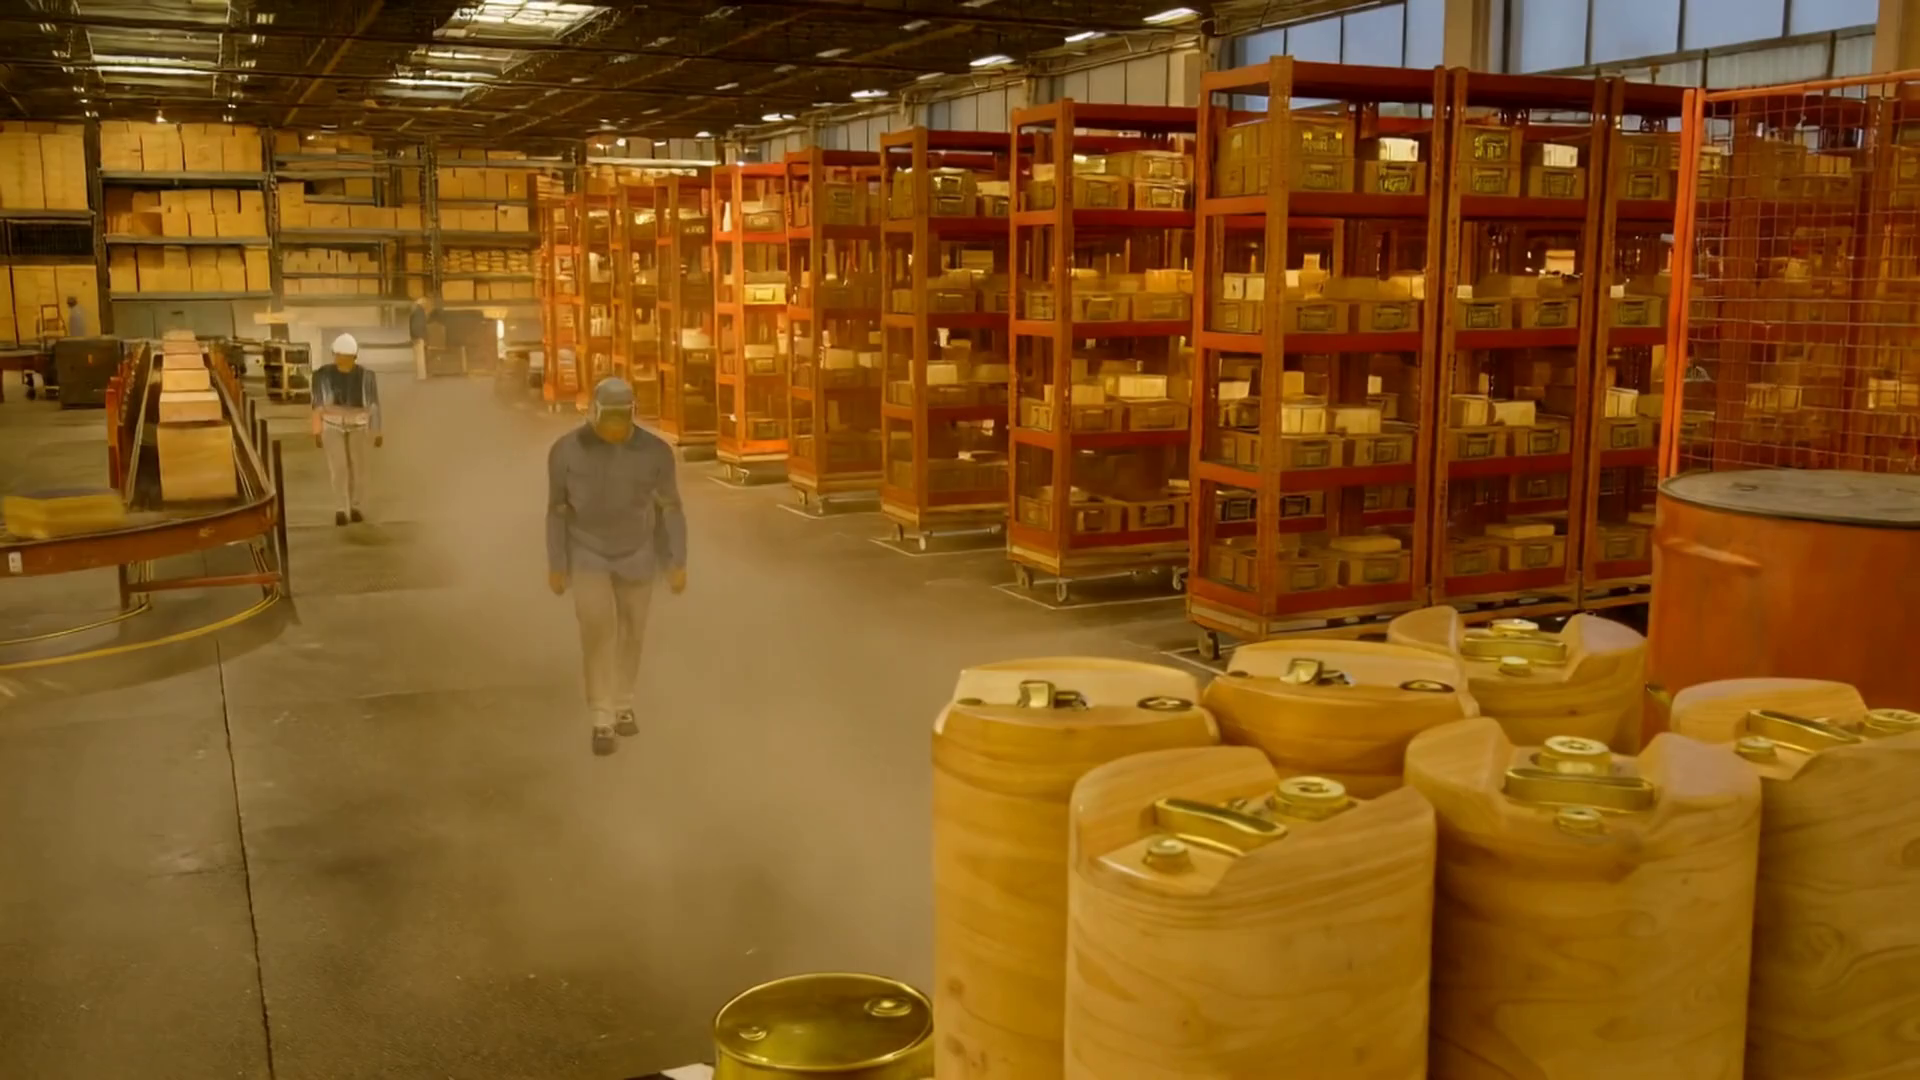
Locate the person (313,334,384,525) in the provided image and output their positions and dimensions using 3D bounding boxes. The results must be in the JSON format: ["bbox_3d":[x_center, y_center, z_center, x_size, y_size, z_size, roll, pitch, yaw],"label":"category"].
[{"bbox_3d":[-5.814,-1.045,15.862,0.624,1.807,0.718,-5,10,-26],"label":"person"}]

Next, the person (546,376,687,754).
[{"bbox_3d":[-1.710,0.123,8.406,0.685,1.873,0.840,-4,10,-21],"label":"person"}]

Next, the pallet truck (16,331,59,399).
[{"bbox_3d":[-17.082,-3.353,31.781,1.630,1.274,0.653,-4,10,-25],"label":"pallet truck"}]

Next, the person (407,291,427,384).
[{"bbox_3d":[-11.737,-4.376,35.970,0.375,1.997,0.612,-2,9,-11],"label":"person"}]

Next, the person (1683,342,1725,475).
[{"bbox_3d":[6.718,-0.939,15.187,0.408,1.831,0.575,4,10,21],"label":"person"}]

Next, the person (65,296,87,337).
[{"bbox_3d":[-19.775,-4.519,37.215,1.046,1.885,0.643,-3,10,-16],"label":"person"}]
